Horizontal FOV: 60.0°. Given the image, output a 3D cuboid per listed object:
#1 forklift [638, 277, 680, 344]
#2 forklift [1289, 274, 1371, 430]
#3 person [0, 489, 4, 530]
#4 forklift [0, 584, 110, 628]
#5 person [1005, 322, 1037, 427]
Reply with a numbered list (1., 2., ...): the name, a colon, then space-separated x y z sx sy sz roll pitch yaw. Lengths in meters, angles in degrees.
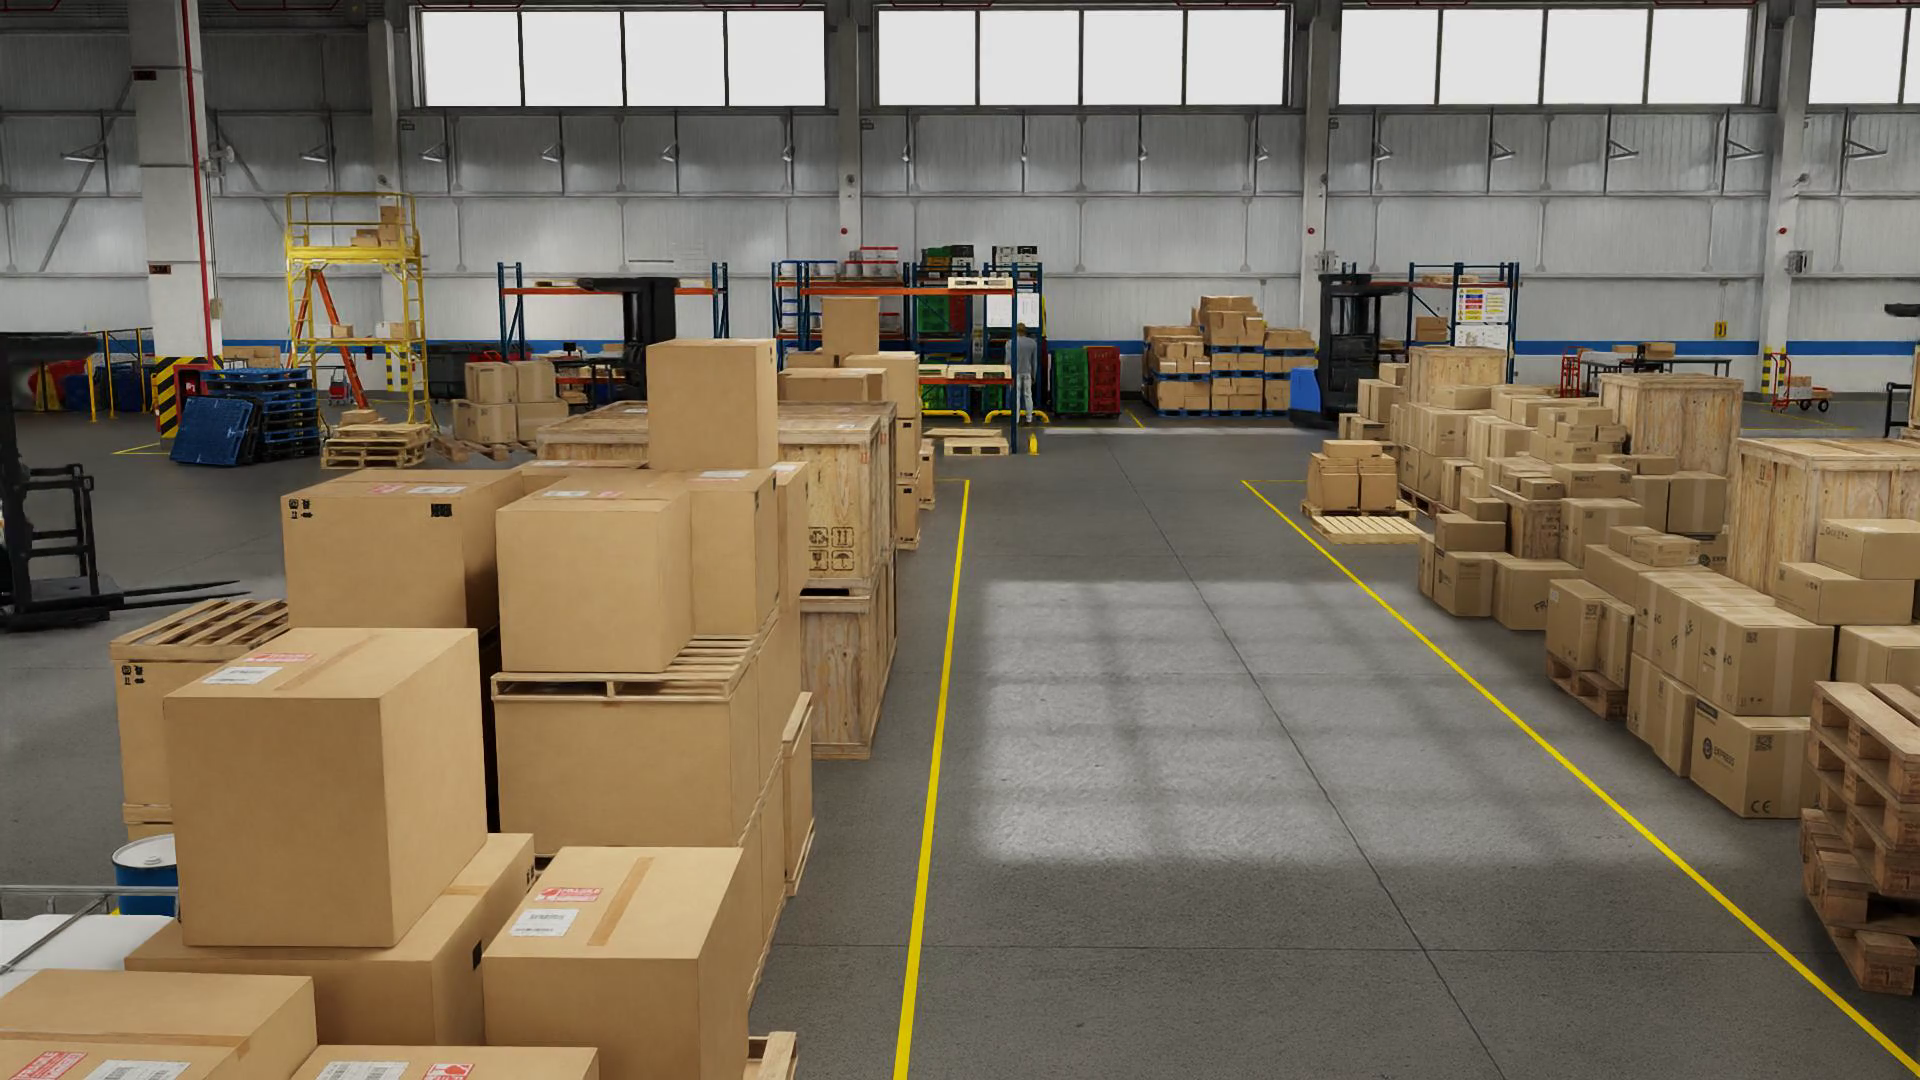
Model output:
1. forklift: -4.287 -2.369 23.824 1.873 2.768 1.129 -4 10 -25
2. forklift: 6.989 -3.473 30.437 1.129 2.768 1.873 -4 10 -22
3. person: -11.038 -1.046 18.902 0.339 1.878 0.571 -1 10 -6
4. forklift: -8.207 -0.675 13.677 1.873 2.768 1.129 -6 11 -32
5. person: 1.118 -3.043 30.676 0.632 1.938 0.359 -3 10 -19
